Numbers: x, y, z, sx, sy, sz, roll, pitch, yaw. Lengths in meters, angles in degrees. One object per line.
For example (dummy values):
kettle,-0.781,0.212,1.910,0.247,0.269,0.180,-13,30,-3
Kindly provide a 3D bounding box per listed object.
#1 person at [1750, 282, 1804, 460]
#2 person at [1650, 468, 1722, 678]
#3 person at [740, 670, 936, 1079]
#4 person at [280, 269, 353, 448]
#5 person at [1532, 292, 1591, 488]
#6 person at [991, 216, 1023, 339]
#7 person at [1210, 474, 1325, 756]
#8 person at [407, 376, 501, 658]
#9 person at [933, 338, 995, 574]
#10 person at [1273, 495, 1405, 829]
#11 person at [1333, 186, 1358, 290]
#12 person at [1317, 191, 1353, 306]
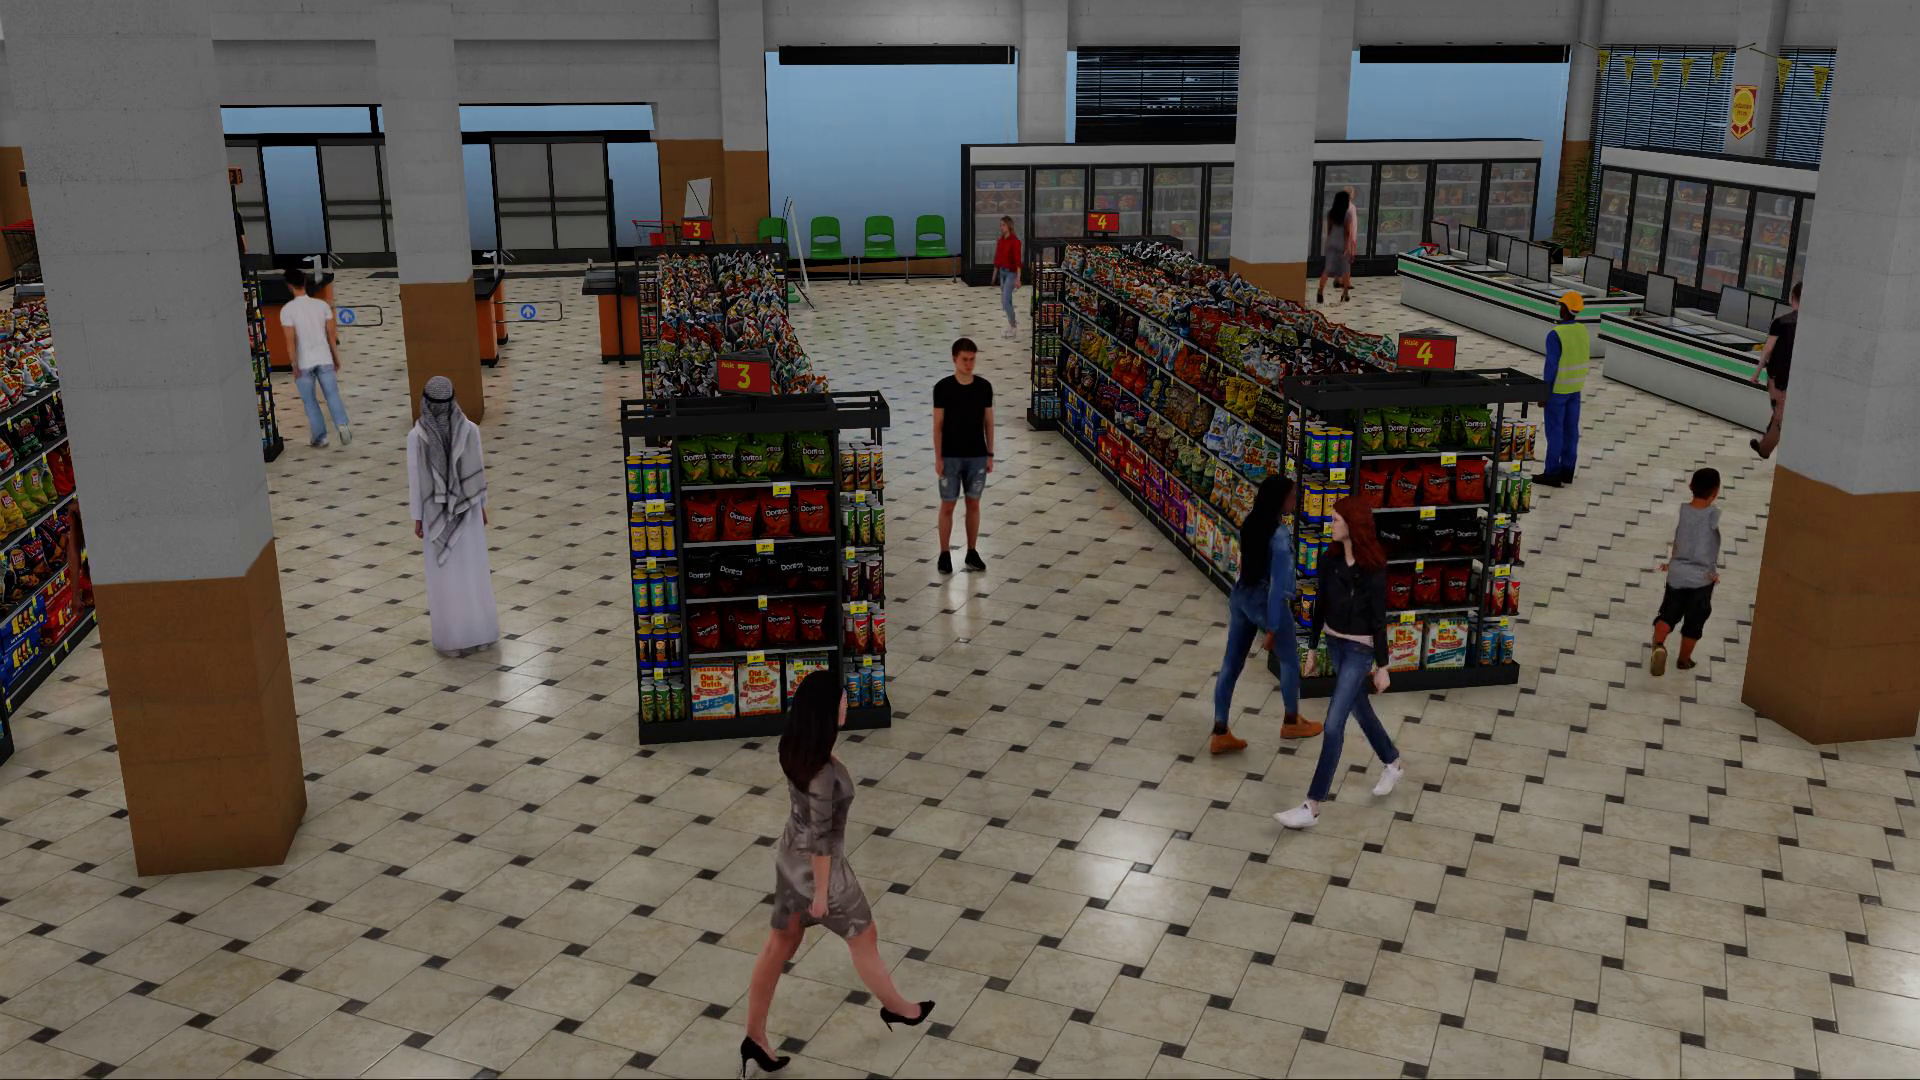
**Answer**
person,7.959,-1.510,15.890,0.690,1.791,1.177,-3,17,-10
person,4.771,0.195,10.882,0.923,1.438,0.932,15,22,40
person,-0.653,1.364,6.592,0.931,1.694,1.106,-10,19,-29
person,-6.474,-1.786,16.723,0.982,1.834,1.109,-12,21,-35
person,5.629,-1.413,15.533,0.729,1.813,0.693,-9,19,-27
person,0.734,-3.640,23.075,0.779,1.692,0.663,-12,21,-34
person,1.647,0.460,9.585,0.898,1.685,1.008,-9,19,-28
person,-3.427,-0.162,11.216,0.772,1.927,0.770,-10,20,-30
person,0.021,-0.674,13.042,0.651,1.846,0.562,-4,17,-13
person,2.142,0.636,8.913,1.028,1.738,1.235,-12,21,-35
person,6.399,-5.035,27.669,0.743,1.692,0.648,-13,21,-37
person,5.779,-4.472,25.736,1.095,1.737,1.132,12,21,35
